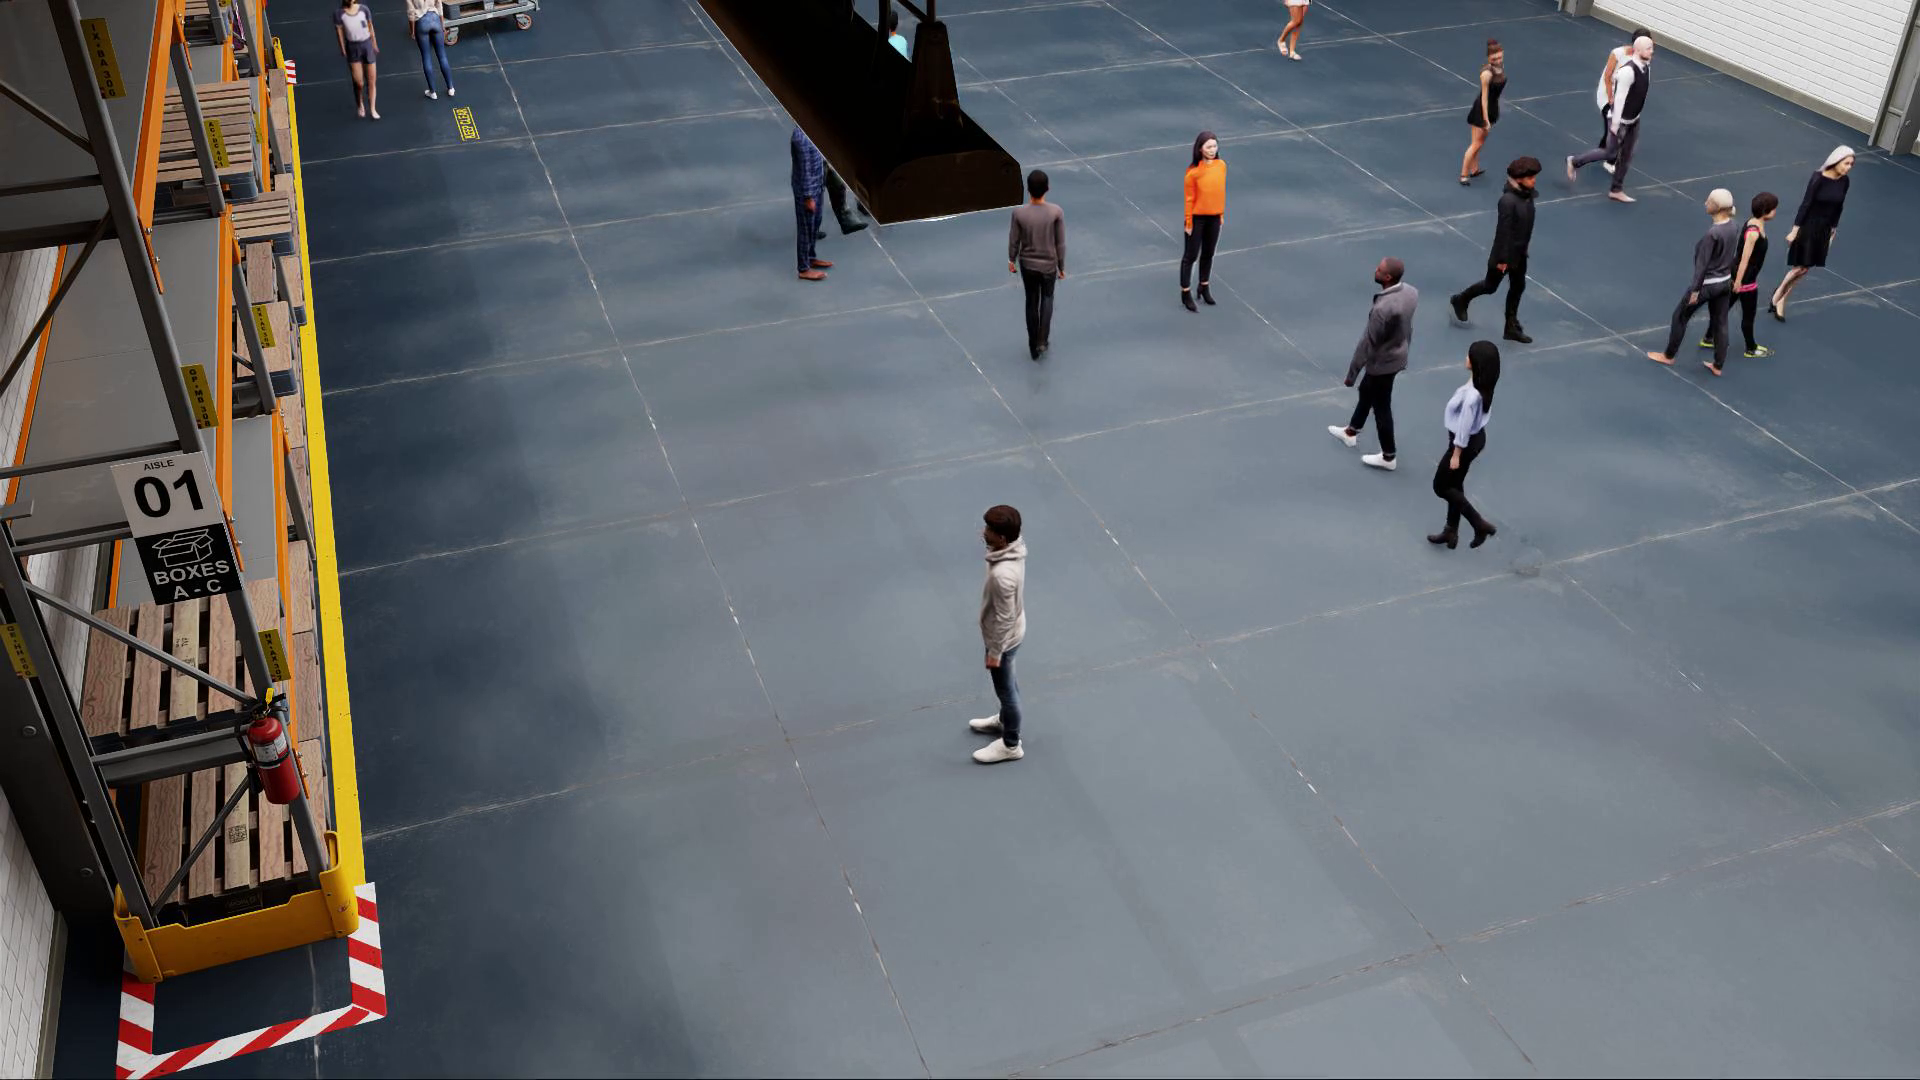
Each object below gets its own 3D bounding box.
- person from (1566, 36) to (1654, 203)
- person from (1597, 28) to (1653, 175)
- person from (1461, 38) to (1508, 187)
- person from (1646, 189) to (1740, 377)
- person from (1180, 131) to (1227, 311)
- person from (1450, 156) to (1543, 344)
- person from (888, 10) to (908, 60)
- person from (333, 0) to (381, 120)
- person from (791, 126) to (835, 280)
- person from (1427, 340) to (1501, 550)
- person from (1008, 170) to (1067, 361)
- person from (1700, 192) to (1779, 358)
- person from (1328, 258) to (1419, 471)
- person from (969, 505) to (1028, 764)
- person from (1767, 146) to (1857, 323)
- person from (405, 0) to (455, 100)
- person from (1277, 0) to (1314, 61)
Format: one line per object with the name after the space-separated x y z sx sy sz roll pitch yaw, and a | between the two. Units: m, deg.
7.166 -4.599 18.163 1.190 1.802 0.997 27 42 35 | person
7.476 -5.039 18.963 0.696 1.648 0.896 -12 35 -17 | person
5.893 -4.830 18.636 0.790 1.662 0.796 13 36 18 | person
6.709 -2.254 14.734 0.717 1.692 0.895 -16 37 -22 | person
2.314 -3.067 15.907 0.651 1.748 0.601 -18 37 -24 | person
4.994 -2.693 15.338 0.916 1.753 1.189 -28 42 -35 | person
-0.707 -5.130 18.999 0.834 1.760 0.783 20 38 27 | person
-7.390 -6.004 20.422 0.659 1.640 0.667 -21 39 -28 | person
-1.508 -3.506 16.504 0.815 1.817 0.711 6 34 8 | person
3.806 -0.642 12.271 0.924 1.734 0.862 17 37 24 | person
0.695 -2.423 14.928 0.762 1.759 0.740 -2 34 -4 | person
7.049 -2.424 15.130 0.909 1.537 0.875 11 35 16 | person
3.483 -1.376 13.322 1.107 1.792 1.006 23 40 31 | person
0.272 0.575 10.332 0.792 1.853 0.622 -1 34 -2 | person
7.980 -2.911 15.687 0.651 1.730 0.703 -6 34 -9 | person
-6.728 -6.478 21.052 0.648 1.733 0.590 -19 38 -26 | person
4.516 -7.365 22.427 0.641 1.687 0.696 -20 39 -27 | person
